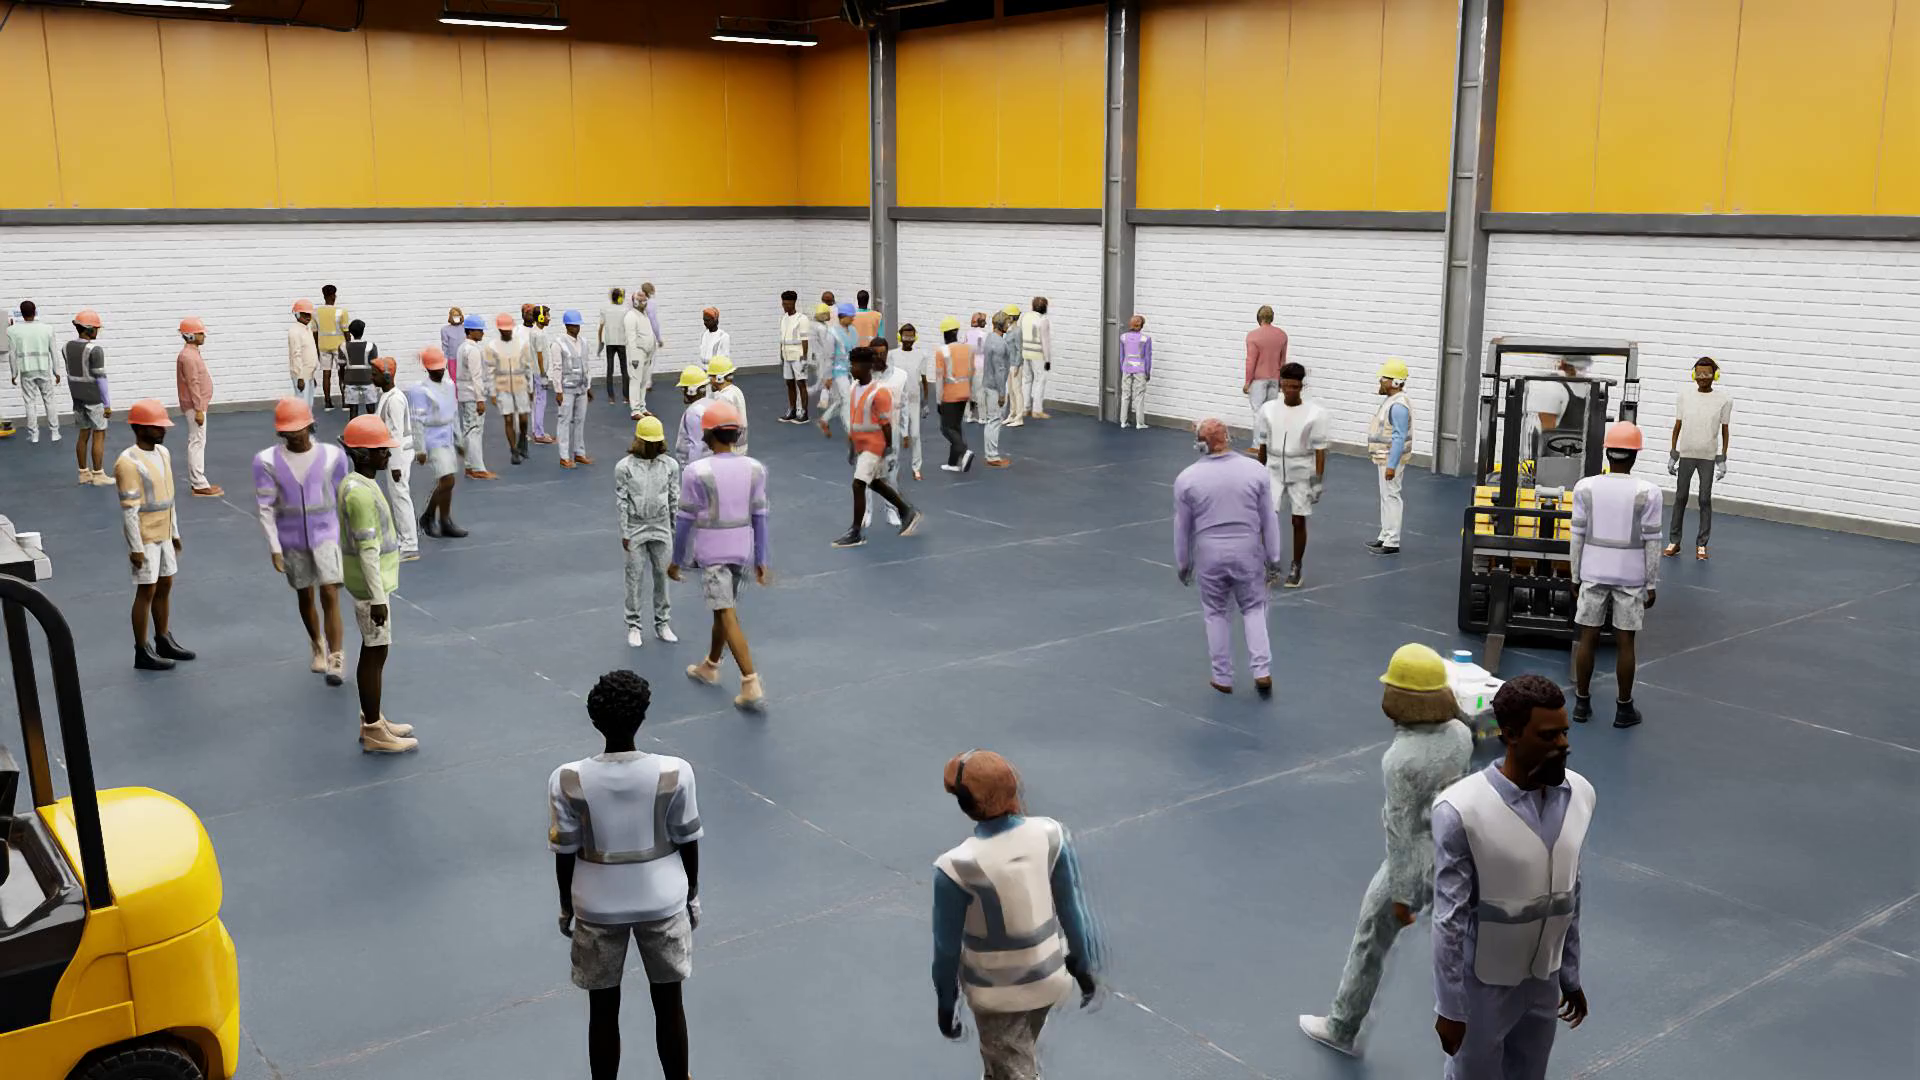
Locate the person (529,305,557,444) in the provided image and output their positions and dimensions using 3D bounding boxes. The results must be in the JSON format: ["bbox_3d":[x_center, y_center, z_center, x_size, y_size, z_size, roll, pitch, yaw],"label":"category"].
[{"bbox_3d":[-5.646,-2.230,22.450,0.325,1.862,0.511,-4,12,-17],"label":"person"}]

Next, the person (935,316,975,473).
[{"bbox_3d":[-0.027,-1.728,19.921,0.602,1.905,0.694,-9,15,-38],"label":"person"}]

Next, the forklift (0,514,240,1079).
[{"bbox_3d":[-3.687,1.115,5.480,2.313,2.155,1.214,-9,15,-36],"label":"forklift"}]

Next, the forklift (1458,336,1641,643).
[{"bbox_3d":[4.683,-0.471,13.136,1.214,2.155,2.313,4,12,20],"label":"forklift"}]

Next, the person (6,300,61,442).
[{"bbox_3d":[-12.558,-2.276,22.588,0.597,1.891,0.373,-8,14,-33],"label":"person"}]

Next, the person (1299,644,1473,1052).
[{"bbox_3d":[1.739,1.218,6.199,0.497,1.697,0.911,-8,14,-33],"label":"person"}]

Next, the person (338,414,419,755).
[{"bbox_3d":[-3.491,0.263,9.960,0.375,2.042,0.615,-5,13,-22],"label":"person"}]

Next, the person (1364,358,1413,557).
[{"bbox_3d":[3.977,-0.763,15.425,0.403,1.831,0.606,2,12,8],"label":"person"}]

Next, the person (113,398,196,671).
[{"bbox_3d":[-5.665,-0.038,11.714,0.408,1.929,0.540,1,12,4],"label":"person"}]

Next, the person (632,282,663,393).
[{"bbox_3d":[-5.318,-3.407,28.084,0.406,1.888,0.672,-11,16,-42],"label":"person"}]

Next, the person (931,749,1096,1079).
[{"bbox_3d":[0.136,1.436,5.394,0.569,1.581,0.873,-9,15,-38],"label":"person"}]

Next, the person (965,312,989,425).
[{"bbox_3d":[0.260,-2.507,24.324,0.314,1.636,0.515,-10,16,-41],"label":"person"}]

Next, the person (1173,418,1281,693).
[{"bbox_3d":[1.776,0.116,11.123,0.727,1.866,0.428,1,12,6],"label":"person"}]

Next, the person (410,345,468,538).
[{"bbox_3d":[-5.007,-0.931,16.068,0.404,1.905,0.536,3,12,14],"label":"person"}]

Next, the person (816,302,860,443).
[{"bbox_3d":[-1.611,-2.277,22.553,0.909,1.908,0.618,7,14,32],"label":"person"}]

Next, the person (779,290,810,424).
[{"bbox_3d":[-2.446,-2.691,24.440,0.609,1.957,0.378,11,16,43],"label":"person"}]

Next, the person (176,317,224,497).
[{"bbox_3d":[-8.471,-1.479,18.486,0.379,1.996,0.609,-6,13,-25],"label":"person"}]

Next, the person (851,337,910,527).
[{"bbox_3d":[-0.810,-1.095,16.819,0.599,1.917,0.377,-2,12,-10],"label":"person"}]

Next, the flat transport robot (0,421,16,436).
[{"bbox_3d":[-13.871,-1.514,22.841,1.431,0.197,0.652,0,12,0],"label":"flat transport robot"}]

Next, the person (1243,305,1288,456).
[{"bbox_3d":[3.912,-2.048,21.374,0.635,1.937,0.353,-6,13,-27],"label":"person"}]

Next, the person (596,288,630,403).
[{"bbox_3d":[-5.546,-3.110,26.752,0.623,1.849,0.328,1,12,3],"label":"person"}]

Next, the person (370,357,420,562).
[{"bbox_3d":[-5.169,-0.738,15.209,0.350,1.878,0.570,-5,13,-23],"label":"person"}]

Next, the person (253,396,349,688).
[{"bbox_3d":[-4.423,0.017,11.289,0.609,1.978,1.076,-4,12,-18],"label":"person"}]

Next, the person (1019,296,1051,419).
[{"bbox_3d":[1.142,-2.756,25.043,0.429,1.840,0.658,-8,14,-34],"label":"person"}]

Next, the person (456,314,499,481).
[{"bbox_3d":[-5.705,-1.673,19.548,0.402,1.944,0.605,-6,13,-28],"label":"person"}]

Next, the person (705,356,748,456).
[{"bbox_3d":[-2.228,-0.844,15.862,0.403,1.817,0.602,1,12,3],"label":"person"}]

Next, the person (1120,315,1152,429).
[{"bbox_3d":[2.507,-2.401,23.829,0.505,1.631,0.311,8,14,32],"label":"person"}]

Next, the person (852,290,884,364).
[{"bbox_3d":[-1.438,-2.795,25.024,0.593,1.922,0.391,-2,12,-11],"label":"person"}]

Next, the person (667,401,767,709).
[{"bbox_3d":[-1.550,0.083,10.952,0.609,2.000,1.041,-11,16,-43],"label":"person"}]

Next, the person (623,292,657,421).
[{"bbox_3d":[-4.752,-2.743,24.806,0.403,1.911,0.637,2,12,9],"label":"person"}]

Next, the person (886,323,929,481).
[{"bbox_3d":[-0.618,-1.606,19.448,0.515,1.859,0.317,-1,12,-5],"label":"person"}]

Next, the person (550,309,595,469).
[{"bbox_3d":[-4.744,-1.858,20.433,0.404,1.948,0.605,7,14,31],"label":"person"}]

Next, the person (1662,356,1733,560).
[{"bbox_3d":[6.776,-0.751,15.281,0.510,1.872,0.329,7,14,32],"label":"person"}]

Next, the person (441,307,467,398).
[{"bbox_3d":[-7.716,-2.768,25.614,0.491,1.626,0.284,-6,13,-27],"label":"person"}]

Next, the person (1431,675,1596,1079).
[{"bbox_3d":[1.669,1.335,5.080,0.593,1.922,0.391,-6,13,-28],"label":"person"}]

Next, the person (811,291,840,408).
[{"bbox_3d":[-2.059,-2.994,26.190,0.623,1.841,0.430,-6,13,-25],"label":"person"}]

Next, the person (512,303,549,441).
[{"bbox_3d":[-5.876,-2.289,22.702,0.348,1.877,0.575,10,15,41],"label":"person"}]

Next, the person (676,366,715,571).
[{"bbox_3d":[-2.328,-0.641,14.842,0.404,1.827,0.600,2,12,10],"label":"person"}]

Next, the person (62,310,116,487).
[{"bbox_3d":[-9.967,-1.620,19.098,0.612,2.029,0.409,6,13,25],"label":"person"}]

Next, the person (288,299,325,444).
[{"bbox_3d":[-8.549,-2.150,21.739,0.392,1.991,0.613,-1,12,-5],"label":"person"}]

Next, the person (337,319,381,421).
[{"bbox_3d":[-7.991,-2.092,22.171,0.540,1.695,0.317,-2,12,-8],"label":"person"}]

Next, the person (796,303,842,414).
[{"bbox_3d":[-2.098,-2.745,25.312,0.789,1.700,0.488,0,12,-1],"label":"person"}]

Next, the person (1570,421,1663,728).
[{"bbox_3d":[4.103,0.218,10.441,0.544,1.936,0.359,7,14,32],"label":"person"}]

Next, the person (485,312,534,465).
[{"bbox_3d":[-5.575,-1.879,20.652,0.561,1.908,0.503,-4,12,-19],"label":"person"}]

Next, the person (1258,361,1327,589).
[{"bbox_3d":[2.767,-0.531,14.019,0.630,1.939,0.665,6,13,28],"label":"person"}]

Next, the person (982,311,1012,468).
[{"bbox_3d":[0.458,-1.848,20.443,0.368,1.932,0.623,-2,12,-9],"label":"person"}]

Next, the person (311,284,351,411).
[{"bbox_3d":[-9.735,-2.980,25.829,0.607,1.958,0.367,0,12,0],"label":"person"}]

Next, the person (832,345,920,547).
[{"bbox_3d":[-0.798,-0.919,15.973,0.954,1.927,0.619,-7,14,-30],"label":"person"}]

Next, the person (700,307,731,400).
[{"bbox_3d":[-3.225,-2.119,21.873,0.361,1.879,0.583,-11,16,-42],"label":"person"}]

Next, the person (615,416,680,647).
[{"bbox_3d":[-2.291,-0.062,12.310,0.483,1.729,0.376,-5,13,-25],"label":"person"}]

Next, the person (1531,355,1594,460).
[{"bbox_3d":[5.693,-0.918,15.671,0.709,2.000,0.996,-7,14,-32],"label":"person"}]

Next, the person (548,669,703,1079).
[{"bbox_3d":[-1.165,1.285,5.865,0.531,1.697,0.320,-2,12,-9],"label":"person"}]

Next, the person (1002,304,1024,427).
[{"bbox_3d":[0.757,-2.527,24.107,0.315,1.769,0.525,-4,12,-17],"label":"person"}]
